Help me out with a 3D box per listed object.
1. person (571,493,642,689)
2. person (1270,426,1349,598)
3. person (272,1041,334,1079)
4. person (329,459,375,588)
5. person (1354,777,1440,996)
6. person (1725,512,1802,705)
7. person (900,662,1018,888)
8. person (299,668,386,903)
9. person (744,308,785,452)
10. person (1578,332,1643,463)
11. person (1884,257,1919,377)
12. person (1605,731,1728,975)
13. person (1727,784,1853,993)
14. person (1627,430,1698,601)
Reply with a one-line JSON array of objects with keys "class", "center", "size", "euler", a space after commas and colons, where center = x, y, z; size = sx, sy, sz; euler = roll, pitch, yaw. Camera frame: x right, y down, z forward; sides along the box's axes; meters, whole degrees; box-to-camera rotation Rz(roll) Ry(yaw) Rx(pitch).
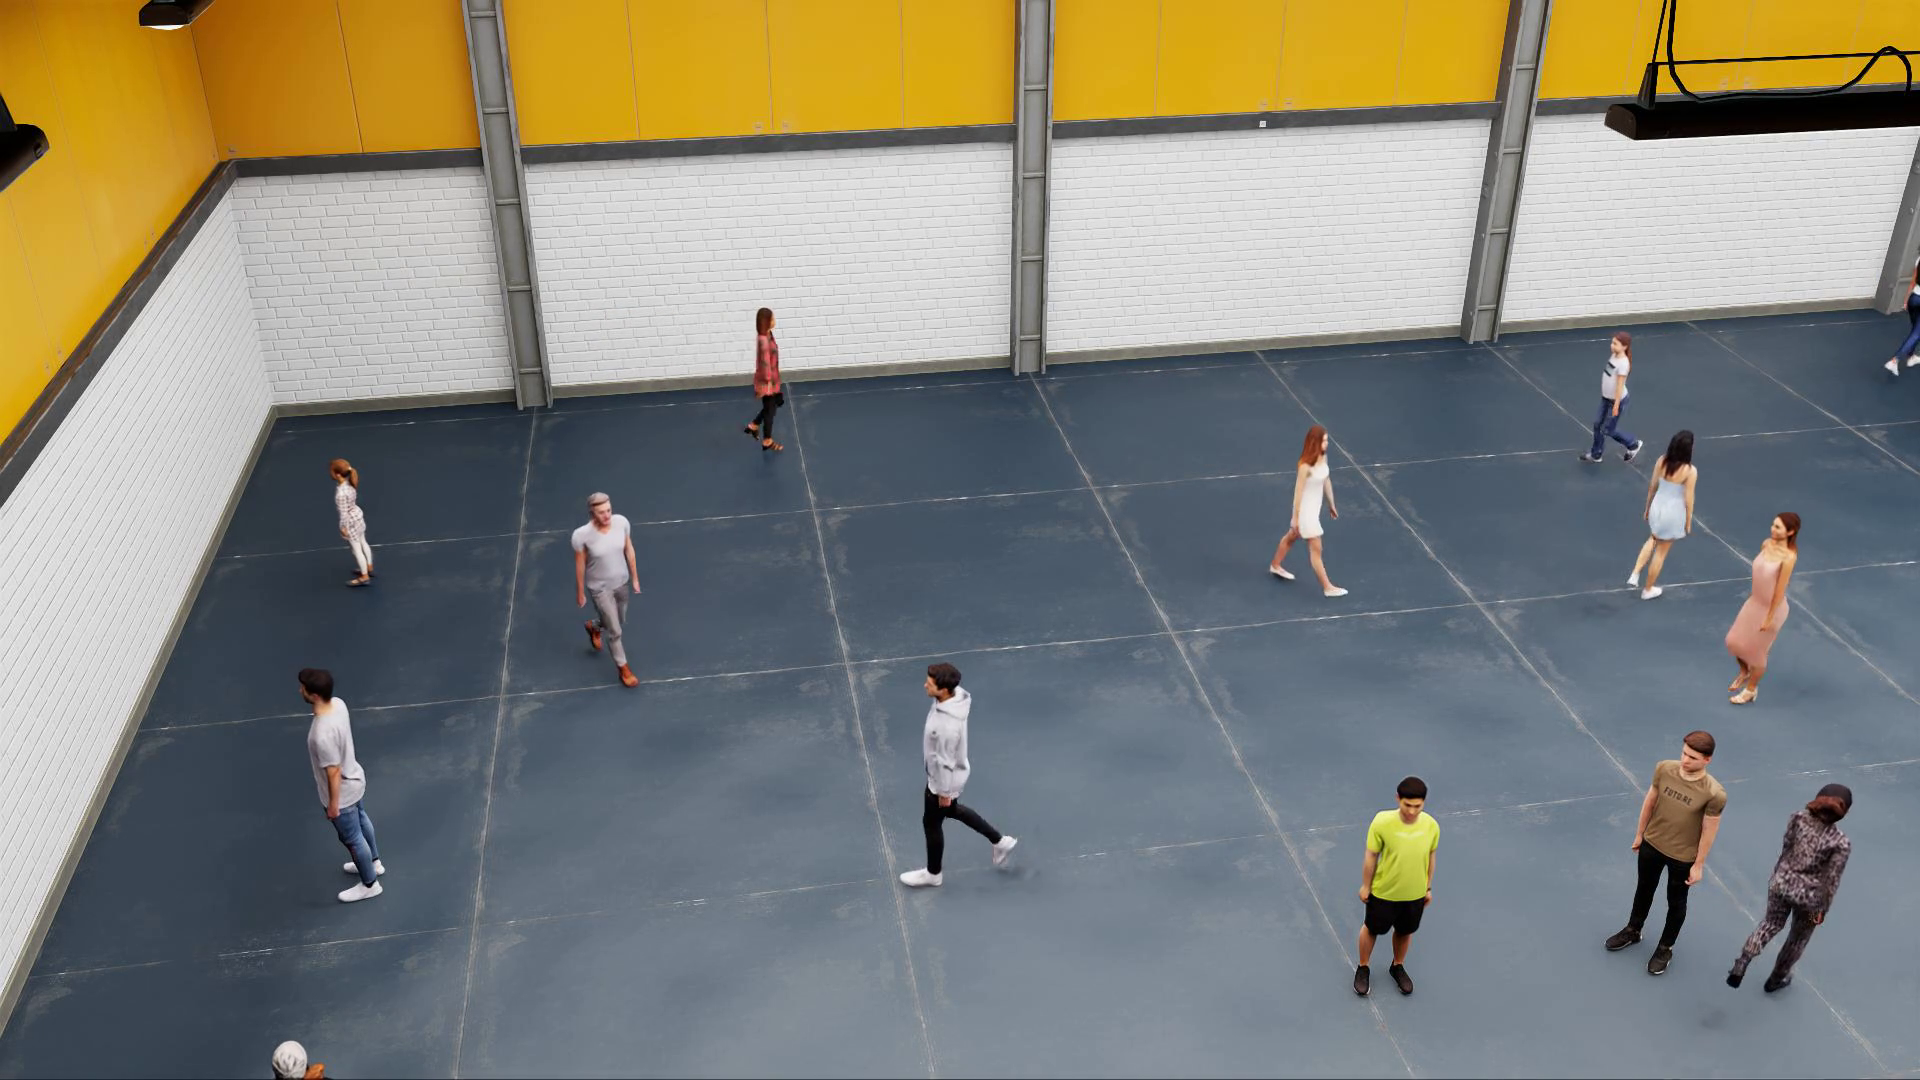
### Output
[{"class": "person", "center": [-3.083, 0.361, 14.319], "size": [1.181, 1.794, 1.136], "euler": [-25, 37, -38]}, {"class": "person", "center": [3.201, -0.306, 15.681], "size": [1.087, 1.662, 1.106], "euler": [22, 36, 35]}, {"class": "person", "center": [-3.505, 3.341, 9.024], "size": [0.610, 1.634, 0.736], "euler": [-11, 30, -19]}, {"class": "person", "center": [-5.788, -0.187, 15.828], "size": [0.526, 1.312, 0.548], "euler": [-2, 29, -3]}, {"class": "person", "center": [2.874, 2.256, 10.936], "size": [0.510, 1.708, 0.723], "euler": [0, 29, -1]}, {"class": "person", "center": [6.808, 0.585, 13.878], "size": [0.567, 1.823, 0.575], "euler": [-5, 29, -9]}, {"class": "person", "center": [-0.005, 1.672, 11.817], "size": [1.147, 1.889, 0.842], "euler": [1, 29, 1]}, {"class": "person", "center": [-4.377, 1.709, 11.753], "size": [0.543, 1.885, 0.673], "euler": [-6, 29, -10]}, {"class": "person", "center": [-2.200, -1.753, 18.302], "size": [0.705, 1.692, 0.649], "euler": [-2, 29, -4]}, {"class": "person", "center": [7.156, -1.531, 18.050], "size": [0.895, 1.543, 0.636], "euler": [1, 29, 1]}, {"class": "person", "center": [11.638, -2.814, 20.203], "size": [1.205, 1.735, 0.885], "euler": [-16, 32, -26]}, {"class": "person", "center": [4.782, 2.056, 11.152], "size": [0.744, 1.852, 0.746], "euler": [-22, 35, -34]}, {"class": "person", "center": [5.406, 2.323, 10.819], "size": [0.963, 1.702, 0.791], "euler": [-18, 33, -29]}, {"class": "person", "center": [6.496, -0.200, 15.422], "size": [0.775, 1.723, 0.718], "euler": [-18, 33, -29]}]
